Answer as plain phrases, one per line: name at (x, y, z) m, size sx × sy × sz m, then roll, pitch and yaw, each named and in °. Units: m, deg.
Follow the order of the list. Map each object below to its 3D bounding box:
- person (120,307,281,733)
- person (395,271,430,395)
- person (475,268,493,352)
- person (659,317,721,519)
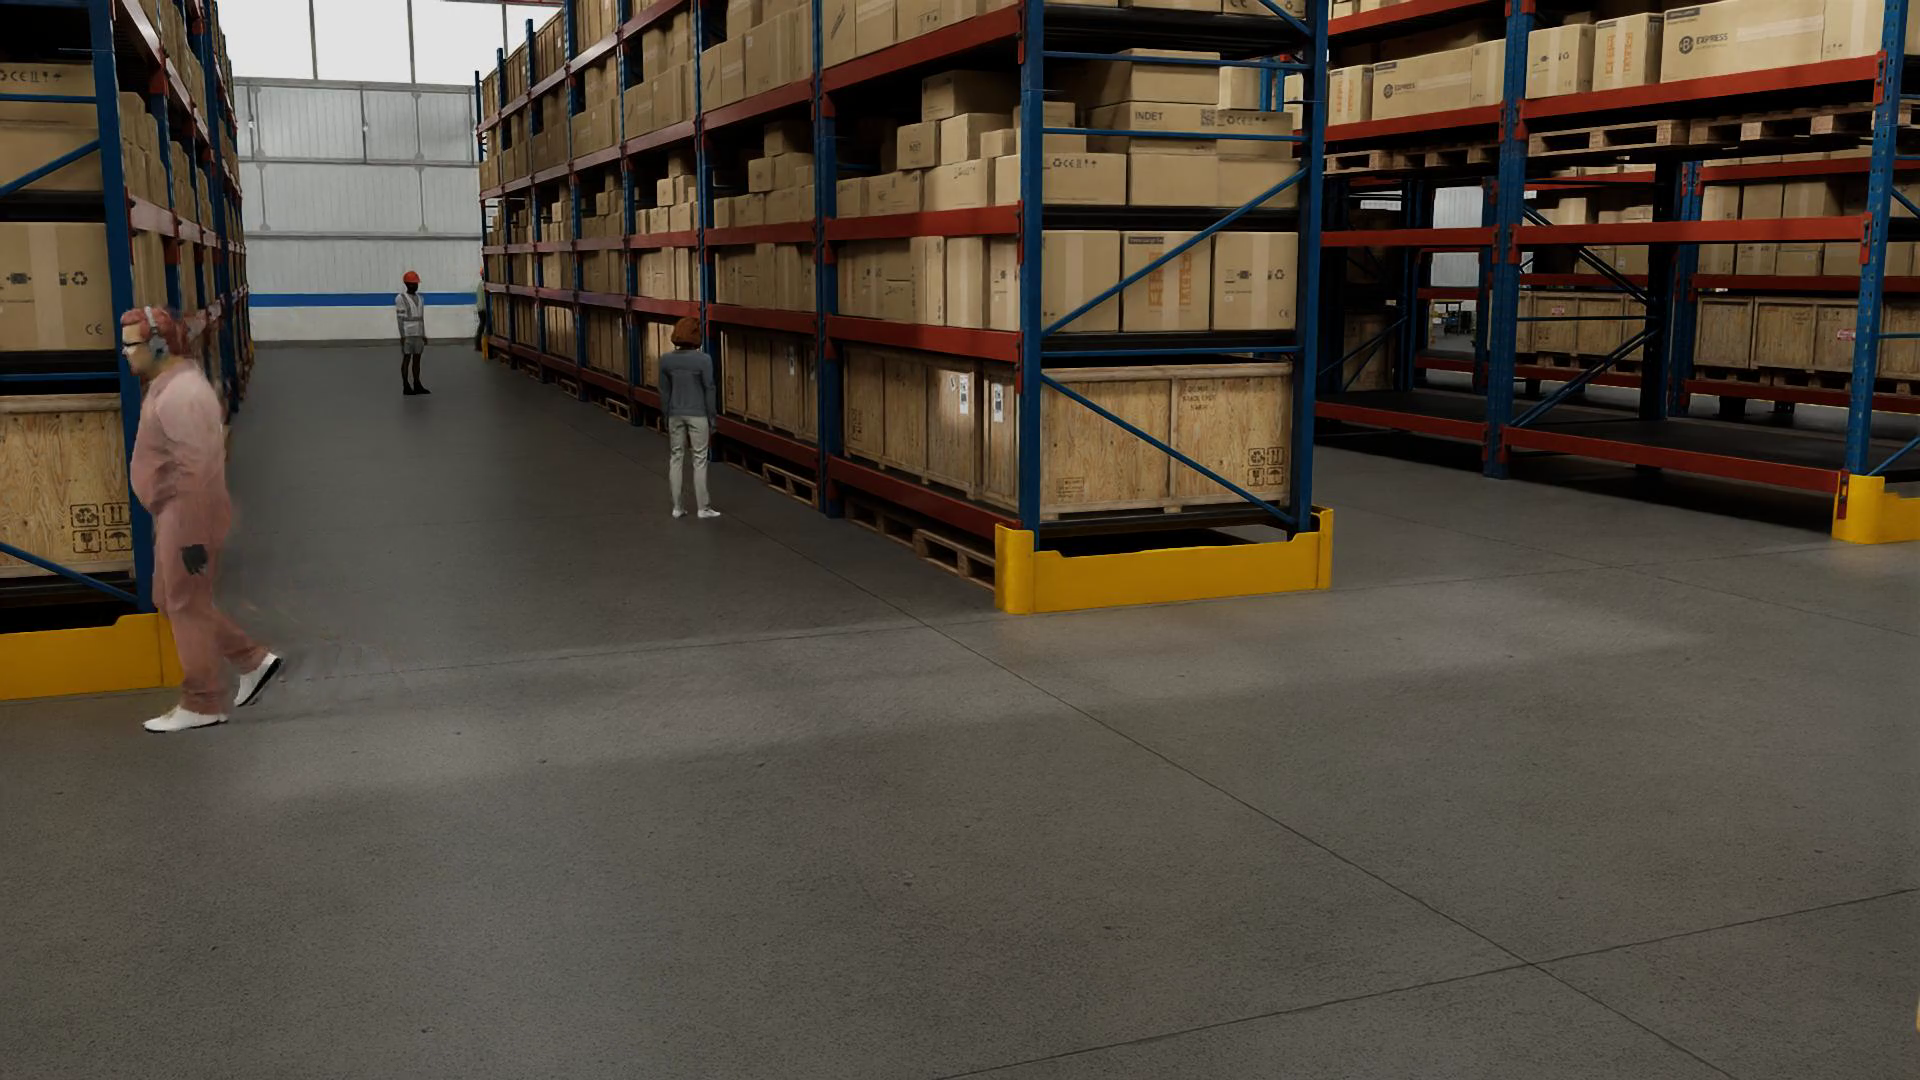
person at (-3.383, -0.085, 7.341) m, size 0.478 × 1.881 × 0.664 m, roll -4°, pitch 10°, yaw -24°
person at (-8.590, -3.249, 26.138) m, size 0.362 × 1.939 × 0.542 m, roll 5°, pitch 11°, yaw 26°
person at (-10.873, -5.339, 38.598) m, size 0.960 × 1.951 × 0.657 m, roll -5°, pitch 11°, yaw -28°
person at (-2.187, -0.978, 13.446) m, size 0.497 × 1.633 × 0.285 m, roll 3°, pitch 10°, yaw 18°
